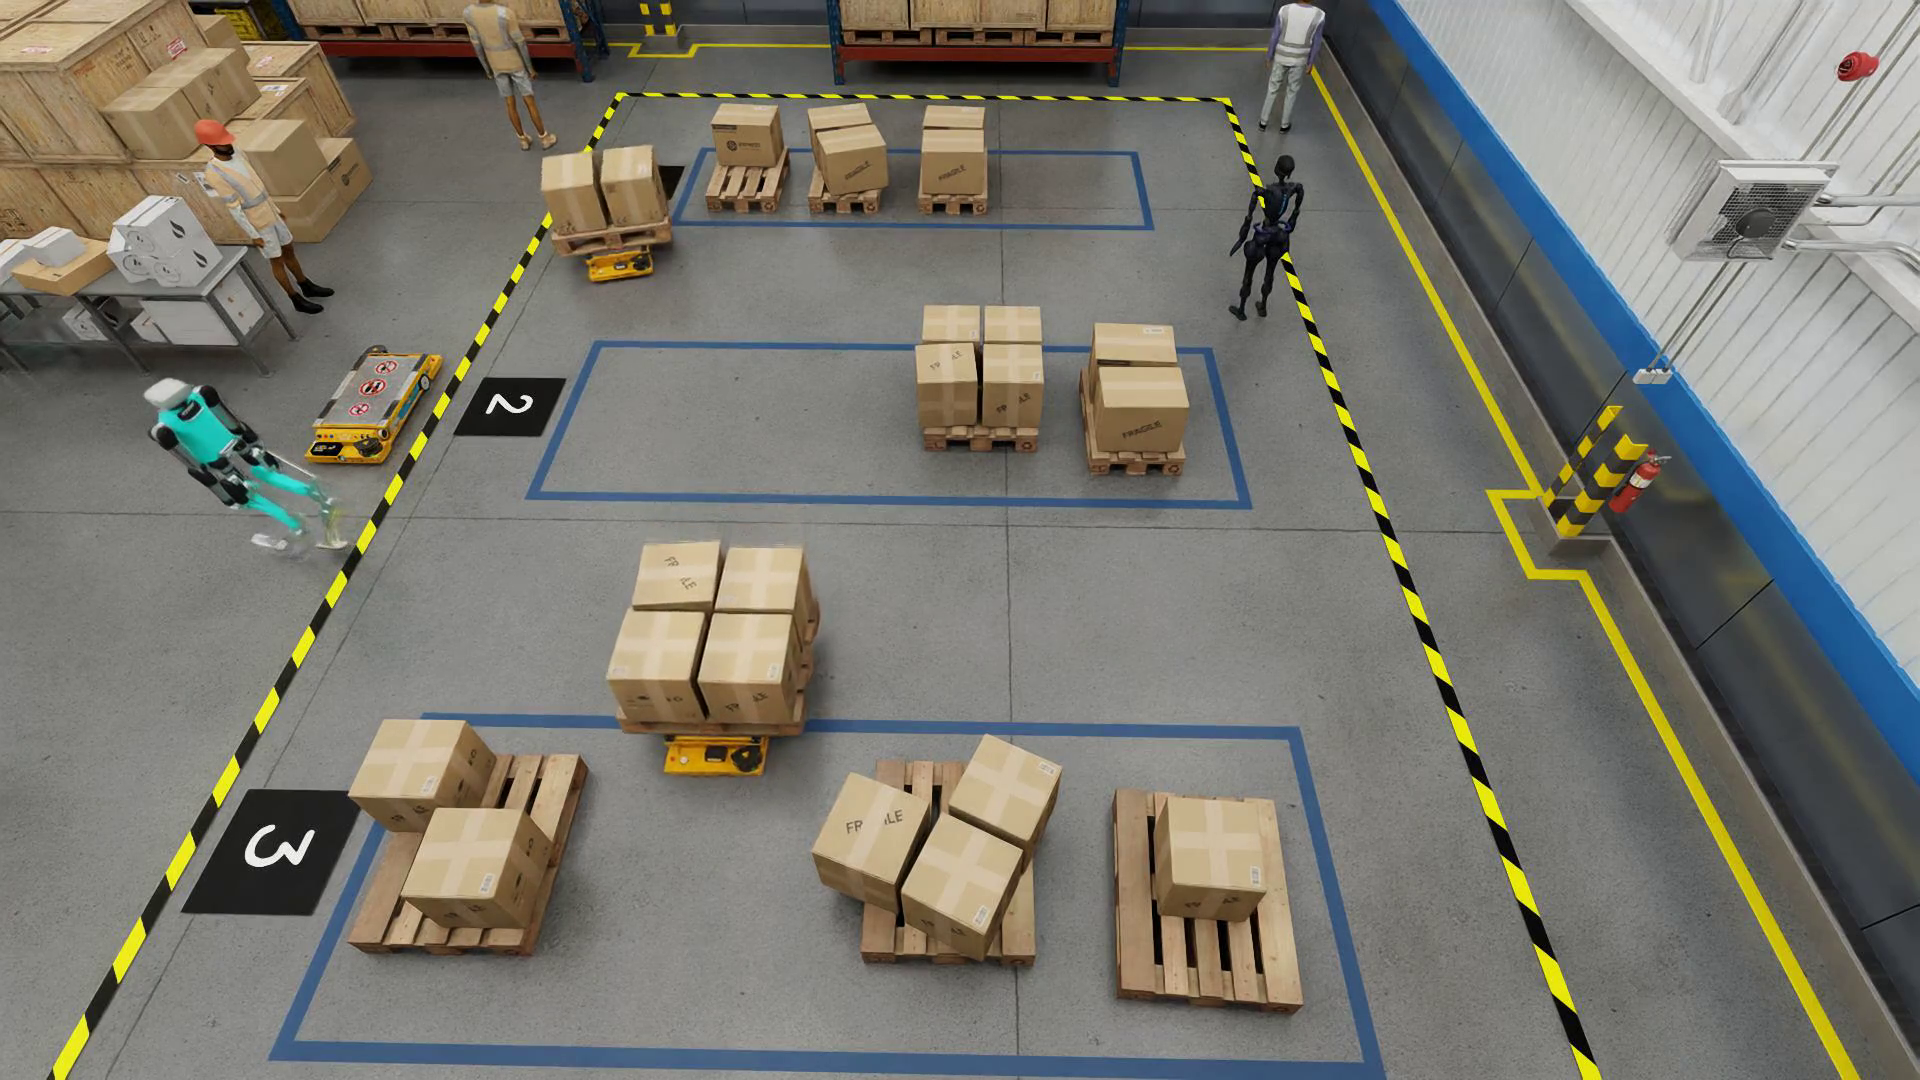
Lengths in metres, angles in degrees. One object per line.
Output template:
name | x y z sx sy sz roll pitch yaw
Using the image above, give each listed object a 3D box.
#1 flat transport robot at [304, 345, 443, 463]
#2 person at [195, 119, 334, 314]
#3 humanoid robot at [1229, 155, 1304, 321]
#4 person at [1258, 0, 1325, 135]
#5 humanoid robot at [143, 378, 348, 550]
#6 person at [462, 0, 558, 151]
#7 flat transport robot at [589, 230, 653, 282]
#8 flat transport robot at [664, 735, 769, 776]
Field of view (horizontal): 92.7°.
flat transport robot | -5.383 -1.269 8.441 0.659 0.231 1.431 1 50 1
person | -6.770 -3.132 8.924 0.372 1.934 0.550 -2 50 -1
humanoid robot | 2.965 -2.917 8.903 0.599 1.657 0.315 -8 50 -7
person | 4.138 -6.028 11.444 0.600 1.827 0.404 17 52 14
humanoid robot | -5.161 -0.449 6.772 0.965 1.731 0.546 8 50 7
person | -5.466 -5.757 11.086 0.608 2.030 0.405 -1 50 -1
flat transport robot | -3.824 -3.393 10.220 0.652 0.197 1.431 -12 51 -10
flat transport robot | -1.635 0.975 6.524 0.652 0.197 1.431 1 50 1
